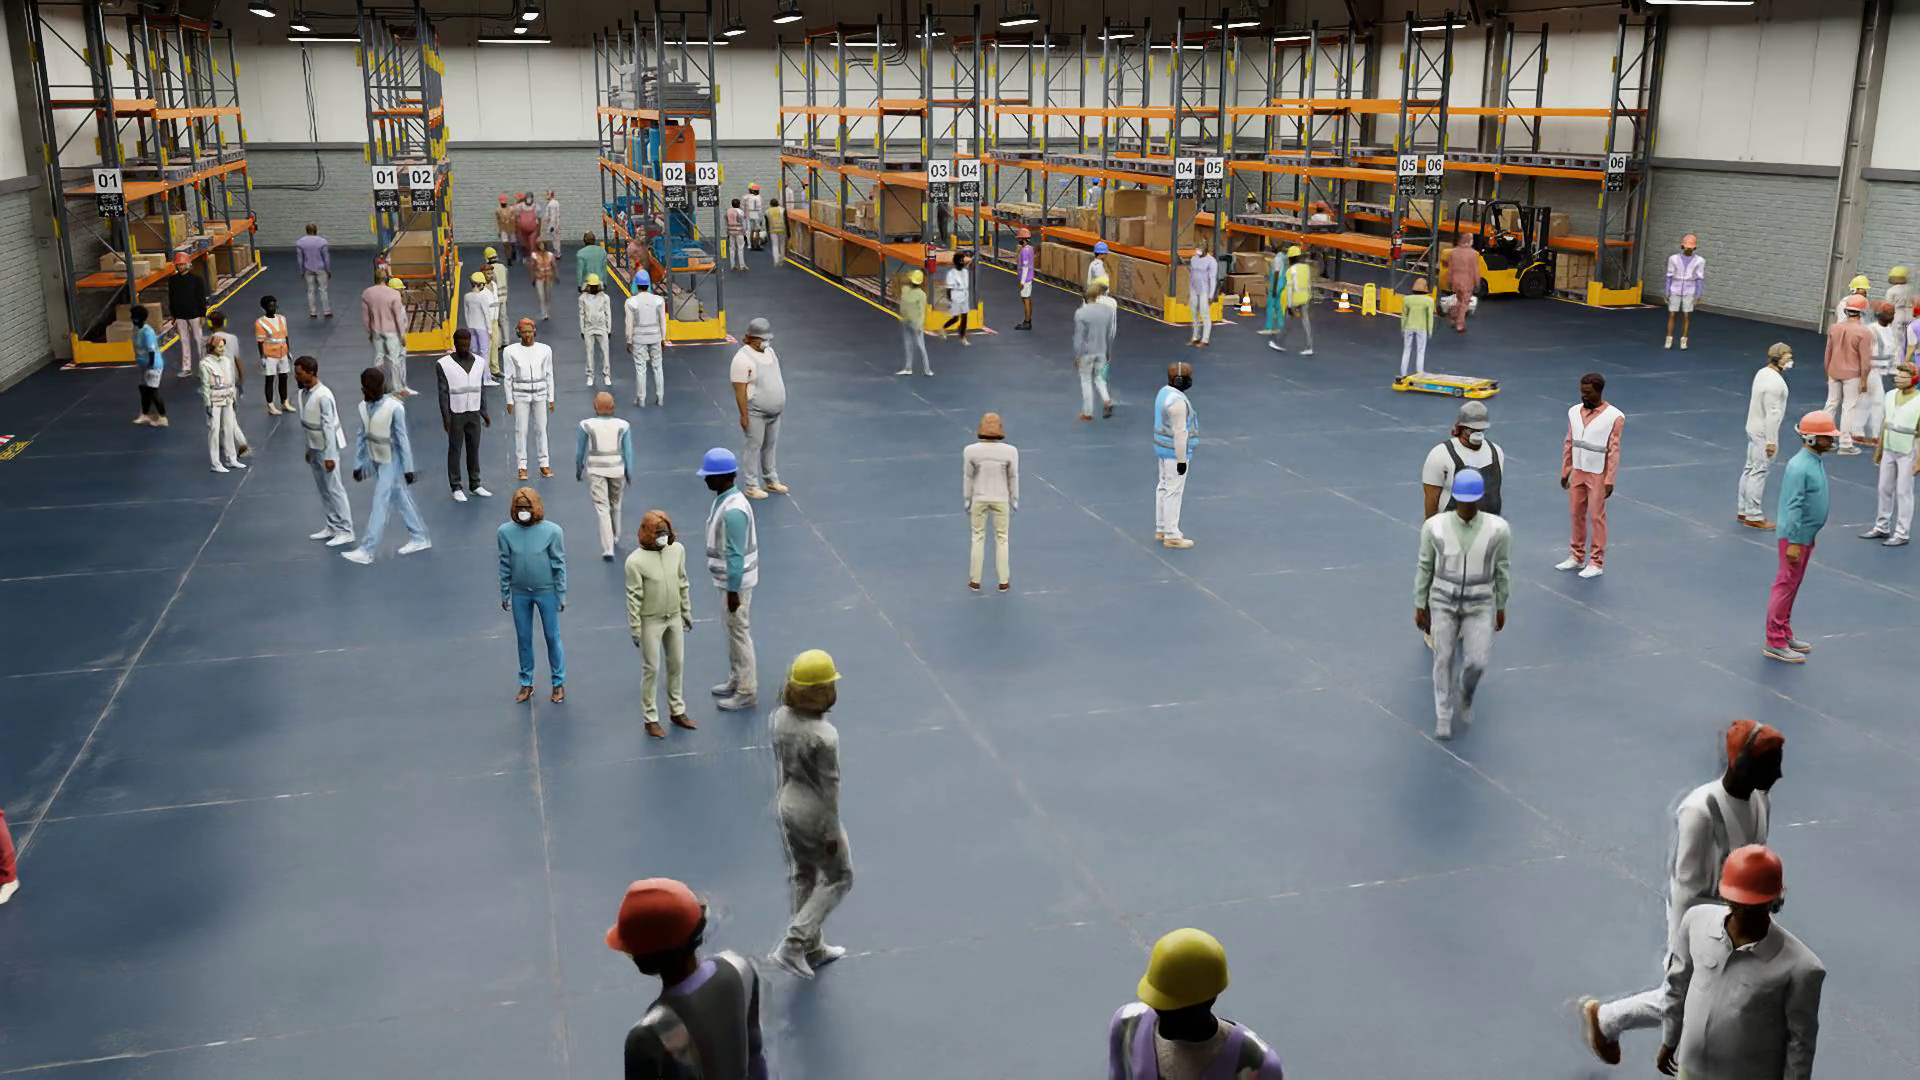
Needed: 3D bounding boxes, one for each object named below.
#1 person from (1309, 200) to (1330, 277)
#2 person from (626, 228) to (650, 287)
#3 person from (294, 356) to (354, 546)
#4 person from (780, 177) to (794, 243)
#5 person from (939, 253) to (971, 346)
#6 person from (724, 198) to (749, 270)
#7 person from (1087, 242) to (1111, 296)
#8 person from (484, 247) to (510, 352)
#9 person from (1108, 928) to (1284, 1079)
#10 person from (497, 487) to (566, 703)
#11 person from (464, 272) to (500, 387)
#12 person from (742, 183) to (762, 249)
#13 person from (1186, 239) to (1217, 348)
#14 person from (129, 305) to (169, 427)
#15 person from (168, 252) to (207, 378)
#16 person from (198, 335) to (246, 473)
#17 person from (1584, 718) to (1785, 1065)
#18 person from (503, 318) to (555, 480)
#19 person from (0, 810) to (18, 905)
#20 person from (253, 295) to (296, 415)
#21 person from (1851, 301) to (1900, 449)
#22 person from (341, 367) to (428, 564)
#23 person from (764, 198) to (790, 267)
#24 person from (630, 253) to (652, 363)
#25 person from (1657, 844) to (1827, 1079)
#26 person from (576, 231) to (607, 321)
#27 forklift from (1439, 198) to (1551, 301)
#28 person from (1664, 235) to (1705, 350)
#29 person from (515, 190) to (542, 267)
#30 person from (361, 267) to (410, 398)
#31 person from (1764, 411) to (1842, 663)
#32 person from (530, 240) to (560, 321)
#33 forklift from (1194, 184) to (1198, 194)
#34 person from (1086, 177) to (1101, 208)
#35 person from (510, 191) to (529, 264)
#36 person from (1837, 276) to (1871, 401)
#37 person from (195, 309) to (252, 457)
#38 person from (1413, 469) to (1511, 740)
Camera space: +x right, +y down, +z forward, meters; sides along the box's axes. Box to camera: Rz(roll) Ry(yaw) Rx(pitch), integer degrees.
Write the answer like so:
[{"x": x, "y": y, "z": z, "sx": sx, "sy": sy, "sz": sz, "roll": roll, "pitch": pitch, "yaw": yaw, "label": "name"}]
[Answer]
[{"x": 8.987, "y": -7.530, "z": 41.587, "sx": 0.571, "sy": 1.882, "sz": 1.009, "roll": -4, "pitch": 15, "yaw": -16, "label": "person"}, {"x": -6.275, "y": -5.178, "z": 32.709, "sx": 0.401, "sy": 1.900, "sz": 0.647, "roll": 5, "pitch": 16, "yaw": 18, "label": "person"}, {"x": -6.361, "y": -0.898, "z": 16.593, "sx": 0.410, "sy": 1.905, "sz": 0.609, "roll": -14, "pitch": 20, "yaw": -42, "label": "person"}, {"x": -5.374, "y": -10.201, "z": 51.418, "sx": 0.392, "sy": 1.991, "sz": 0.613, "roll": -13, "pitch": 20, "yaw": -41, "label": "person"}, {"x": -0.066, "y": -4.342, "z": 29.957, "sx": 0.539, "sy": 1.683, "sz": 0.540, "roll": 14, "pitch": 20, "yaw": 41, "label": "person"}, {"x": -5.784, "y": -7.923, "z": 43.131, "sx": 0.621, "sy": 1.845, "sz": 0.429, "roll": 7, "pitch": 17, "yaw": 26, "label": "person"}, {"x": 2.407, "y": -4.194, "z": 28.898, "sx": 0.404, "sy": 1.944, "sz": 0.614, "roll": -2, "pitch": 15, "yaw": -6, "label": "person"}, {"x": -8.170, "y": -4.218, "z": 29.216, "sx": 0.404, "sy": 1.828, "sz": 0.592, "roll": 6, "pitch": 16, "yaw": 22, "label": "person"}, {"x": 0.709, "y": 2.098, "z": 5.272, "sx": 0.587, "sy": 1.922, "sz": 0.383, "roll": 9, "pitch": 17, "yaw": 30, "label": "person"}, {"x": -3.133, "y": 0.399, "z": 12.229, "sx": 0.500, "sy": 1.627, "sz": 0.278, "roll": 1, "pitch": 15, "yaw": 3, "label": "person"}, {"x": -7.418, "y": -3.255, "z": 25.729, "sx": 0.523, "sy": 1.760, "sz": 0.327, "roll": 9, "pitch": 18, "yaw": 32, "label": "person"}, {"x": -6.154, "y": -9.600, "z": 49.277, "sx": 0.588, "sy": 1.928, "sz": 0.383, "roll": -1, "pitch": 15, "yaw": -2, "label": "person"}, {"x": 4.317, "y": -4.409, "z": 29.752, "sx": 0.377, "sy": 1.932, "sz": 0.628, "roll": -10, "pitch": 18, "yaw": -33, "label": "person"}, {"x": -11.008, "y": -2.358, "z": 22.517, "sx": 0.376, "sy": 1.677, "sz": 0.609, "roll": -12, "pitch": 19, "yaw": -39, "label": "person"}, {"x": -12.309, "y": -3.586, "z": 26.515, "sx": 0.611, "sy": 1.997, "sz": 0.375, "roll": 1, "pitch": 15, "yaw": 5, "label": "person"}, {"x": -8.826, "y": -1.622, "z": 19.830, "sx": 0.313, "sy": 1.634, "sz": 0.514, "roll": 5, "pitch": 16, "yaw": 16, "label": "person"}, {"x": 3.161, "y": 1.626, "z": 7.173, "sx": 0.596, "sy": 1.861, "sz": 0.790, "roll": -9, "pitch": 17, "yaw": -29, "label": "person"}, {"x": -5.025, "y": -1.650, "z": 19.451, "sx": 0.575, "sy": 1.883, "sz": 0.355, "roll": -7, "pitch": 17, "yaw": -26, "label": "person"}, {"x": -5.505, "y": 1.172, "z": 9.074, "sx": 0.529, "sy": 1.760, "sz": 0.344, "roll": 3, "pitch": 15, "yaw": 12, "label": "person"}, {"x": -9.646, "y": -2.602, "z": 23.405, "sx": 0.320, "sy": 1.692, "sz": 0.547, "roll": 8, "pitch": 17, "yaw": 27, "label": "person"}, {"x": 11.750, "y": -2.105, "z": 21.186, "sx": 0.608, "sy": 1.866, "sz": 0.635, "roll": -13, "pitch": 20, "yaw": -40, "label": "person"}, {"x": -5.613, "y": -0.724, "z": 15.995, "sx": 0.611, "sy": 1.862, "sz": 1.003, "roll": 12, "pitch": 19, "yaw": 37, "label": "person"}, {"x": -4.847, "y": -8.171, "z": 44.208, "sx": 0.673, "sy": 1.774, "sz": 0.943, "roll": -1, "pitch": 15, "yaw": -3, "label": "person"}, {"x": -5.337, "y": -3.892, "z": 27.961, "sx": 0.384, "sy": 1.842, "sz": 0.567, "roll": -2, "pitch": 15, "yaw": -8, "label": "person"}, {"x": 2.849, "y": 1.941, "z": 6.179, "sx": 0.330, "sy": 1.751, "sz": 0.573, "roll": -10, "pitch": 18, "yaw": -33, "label": "person"}, {"x": -6.936, "y": -4.852, "z": 31.403, "sx": 0.628, "sy": 1.933, "sz": 0.367, "roll": -12, "pitch": 19, "yaw": -39, "label": "person"}, {"x": 11.913, "y": -6.508, "z": 37.130, "sx": 2.313, "sy": 2.155, "sz": 1.214, "roll": -4, "pitch": 15, "yaw": -15, "label": "forklift"}, {"x": 12.815, "y": -4.381, "z": 29.453, "sx": 0.607, "sy": 2.032, "sz": 0.394, "roll": 7, "pitch": 17, "yaw": 25, "label": "person"}, {"x": -11.383, "y": -8.222, "z": 43.877, "sx": 0.705, "sy": 2.000, "sz": 0.612, "roll": -2, "pitch": 15, "yaw": -7, "label": "person"}, {"x": -8.532, "y": -3.077, "z": 24.712, "sx": 0.635, "sy": 1.937, "sz": 0.352, "roll": 3, "pitch": 15, "yaw": 12, "label": "person"}, {"x": 6.663, "y": -0.041, "z": 13.175, "sx": 0.378, "sy": 1.996, "sz": 0.611, "roll": 11, "pitch": 18, "yaw": 35, "label": "person"}, {"x": -8.301, "y": -5.190, "z": 33.311, "sx": 0.529, "sy": 1.595, "sz": 0.842, "roll": -8, "pitch": 17, "yaw": -27, "label": "person"}, {"x": 7.392, "y": -11.333, "z": 53.972, "sx": 1.873, "sy": 2.768, "sz": 1.129, "roll": -4, "pitch": 15, "yaw": -15, "label": "forklift"}, {"x": 4.266, "y": -10.479, "z": 52.545, "sx": 0.616, "sy": 1.945, "sz": 0.398, "roll": -4, "pitch": 15, "yaw": -13, "label": "person"}, {"x": -11.837, "y": -8.353, "z": 44.548, "sx": 0.651, "sy": 1.947, "sz": 0.650, "roll": 5, "pitch": 16, "yaw": 19, "label": "person"}, {"x": 13.170, "y": -2.978, "z": 24.541, "sx": 0.590, "sy": 1.833, "sz": 0.404, "roll": -8, "pitch": 17, "yaw": -29, "label": "person"}, {"x": -9.177, "y": -1.955, "z": 20.711, "sx": 0.939, "sy": 1.833, "sz": 0.536, "roll": 9, "pitch": 17, "yaw": 31, "label": "person"}, {"x": 3.446, "y": 0.444, "z": 11.471, "sx": 0.642, "sy": 1.927, "sz": 0.438, "roll": 4, "pitch": 15, "yaw": 16, "label": "person"}]
